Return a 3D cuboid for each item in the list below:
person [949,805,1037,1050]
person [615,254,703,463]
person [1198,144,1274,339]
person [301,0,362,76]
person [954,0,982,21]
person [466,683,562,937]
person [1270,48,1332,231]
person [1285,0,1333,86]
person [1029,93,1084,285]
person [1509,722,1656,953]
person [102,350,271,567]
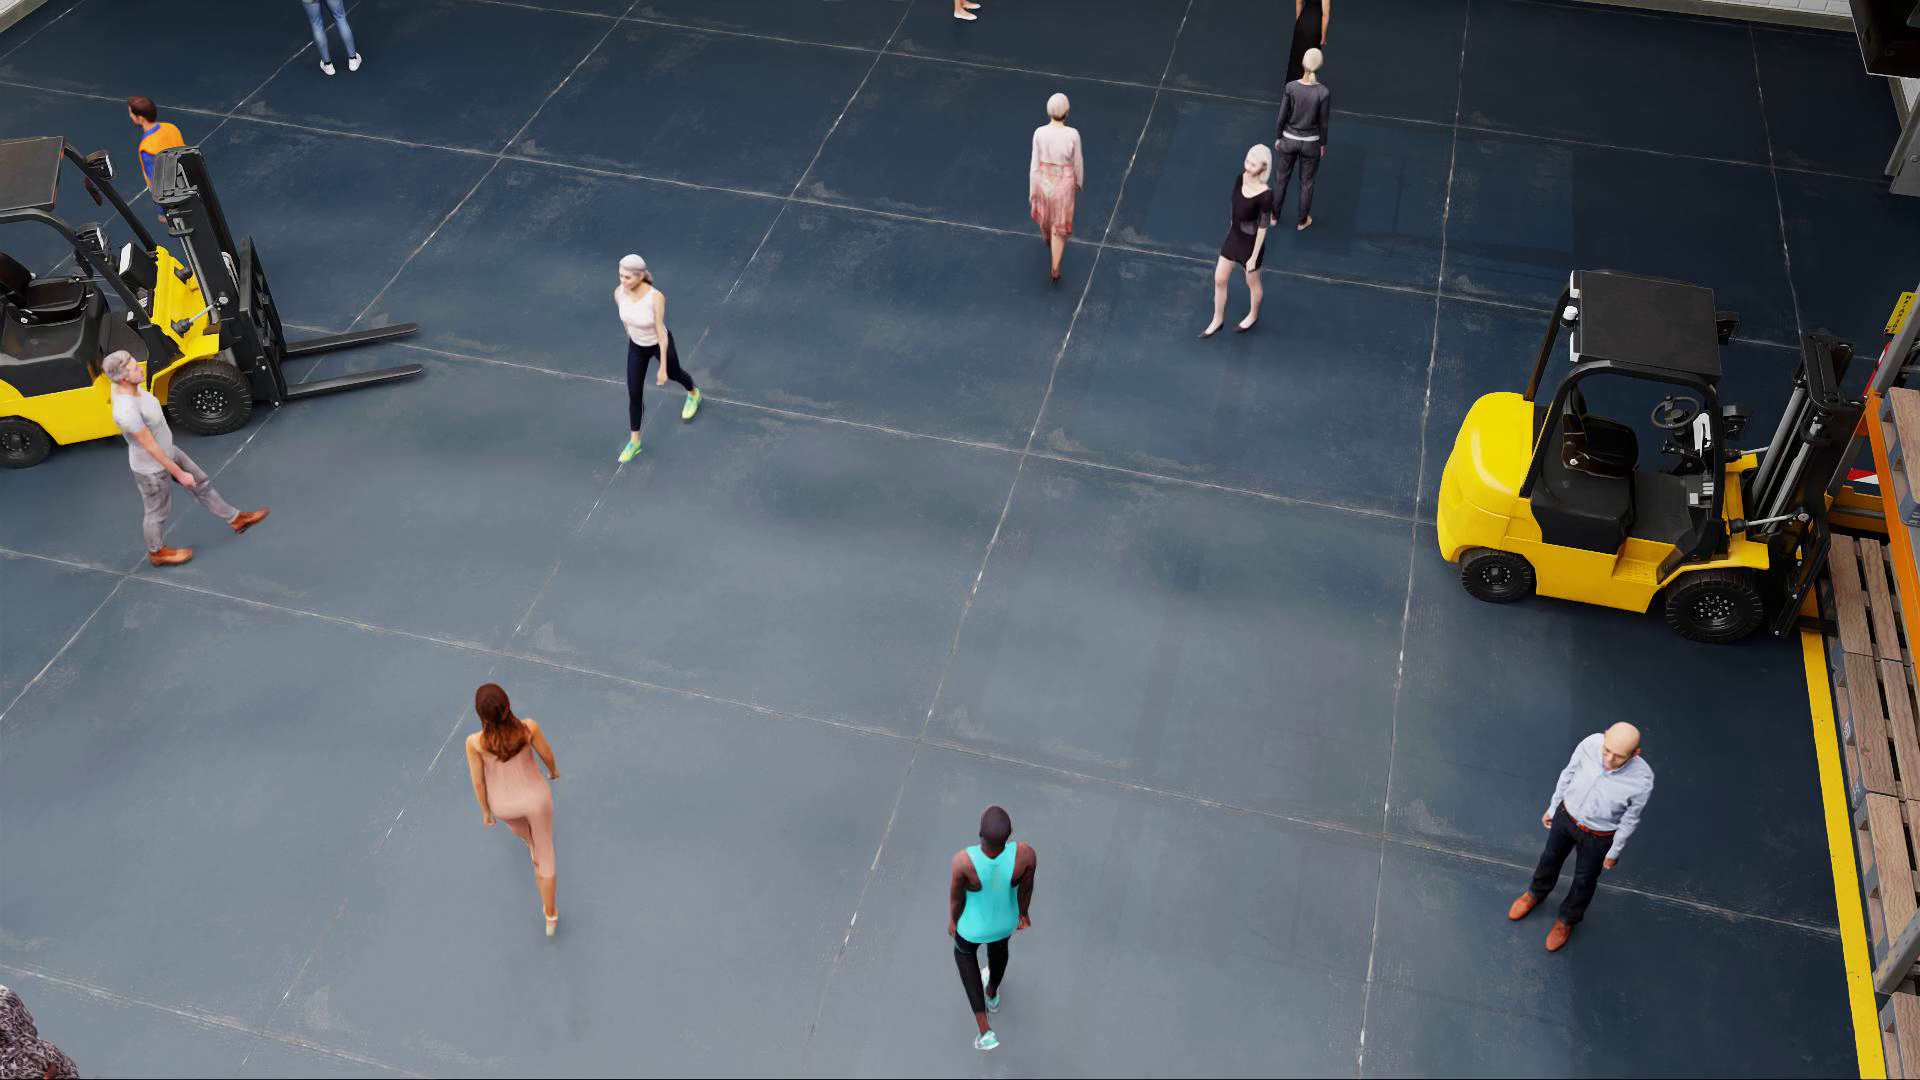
[{"bbox_3d":[0.166,2.077,8.804,0.834,1.798,0.987,-7,44,-8],"label":"person"},{"bbox_3d":[-2.277,-1.477,12.638,0.741,1.655,1.225,17,46,17],"label":"person"},{"bbox_3d":[2.395,-2.437,13.532,0.956,1.811,0.888,-25,49,-24],"label":"person"},{"bbox_3d":[-6.518,-5.648,16.846,0.754,1.890,0.786,-17,46,-17],"label":"person"},{"bbox_3d":[0.055,-6.475,17.844,0.616,1.711,0.474,9,44,9],"label":"person"},{"bbox_3d":[-2.459,1.542,9.379,0.994,1.780,1.183,-12,45,-13],"label":"person"},{"bbox_3d":[3.028,-3.562,14.775,0.629,1.726,0.534,14,45,15],"label":"person"},{"bbox_3d":[3.442,-5.028,16.405,0.705,1.601,0.658,-25,49,-24],"label":"person"},{"bbox_3d":[0.819,-2.961,14.201,0.671,1.648,1.056,5,44,5],"label":"person"},{"bbox_3d":[3.503,1.602,9.308,0.763,1.790,0.735,-31,52,-28],"label":"person"},{"bbox_3d":[-5.671,-0.510,11.524,1.135,1.792,1.166,-12,45,-13],"label":"person"}]
